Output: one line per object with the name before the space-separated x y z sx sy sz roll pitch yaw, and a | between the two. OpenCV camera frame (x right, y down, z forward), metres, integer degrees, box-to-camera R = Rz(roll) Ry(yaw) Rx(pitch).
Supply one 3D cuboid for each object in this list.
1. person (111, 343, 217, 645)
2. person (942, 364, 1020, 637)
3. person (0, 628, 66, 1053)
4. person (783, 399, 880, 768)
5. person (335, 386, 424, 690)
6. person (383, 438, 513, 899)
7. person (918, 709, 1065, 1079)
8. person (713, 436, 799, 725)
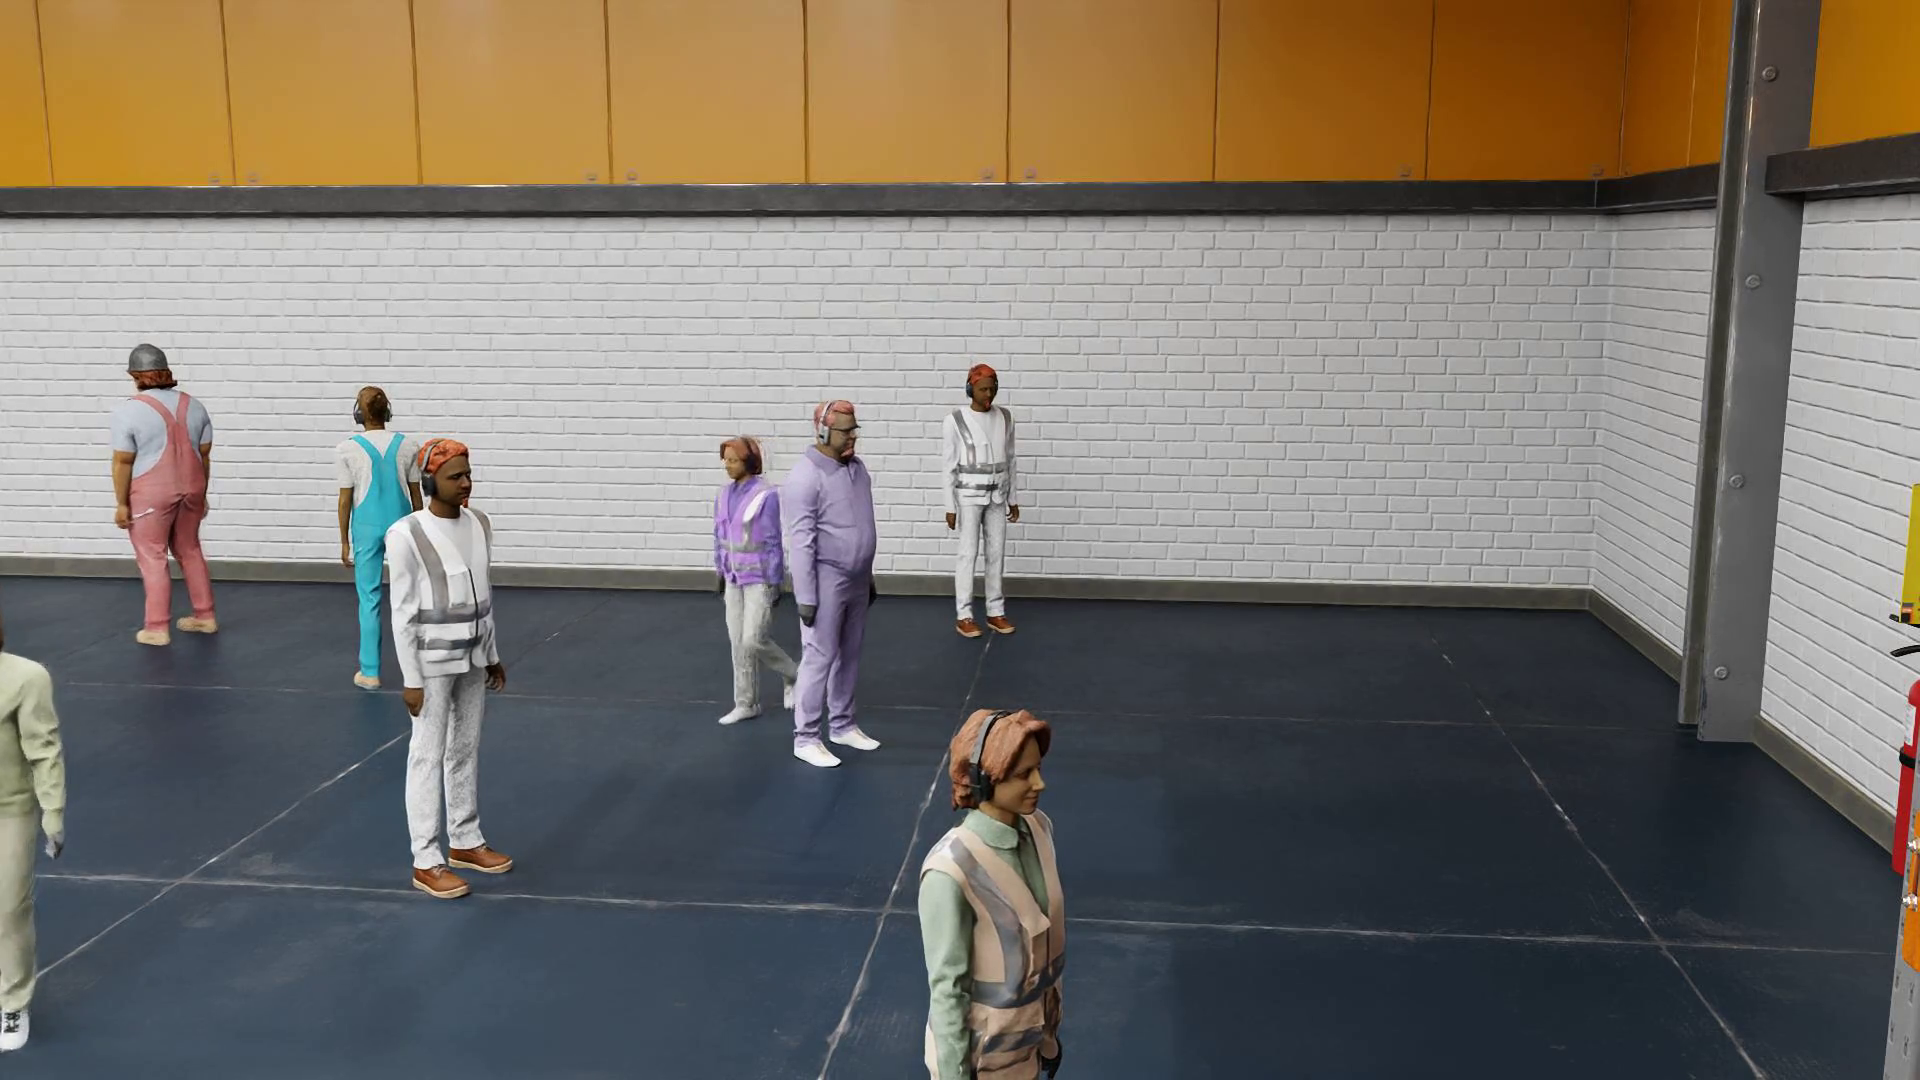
person | -5.439 -0.324 11.264 0.539 2.000 0.680 5 11 27
person | 0.146 -0.270 11.435 0.583 1.879 0.365 -6 12 -32
person | -3.156 0.925 5.325 0.528 1.605 0.629 -4 11 -21
person | -0.631 0.218 8.591 0.406 1.896 0.643 5 11 27
person | -3.504 -0.015 10.099 0.502 1.837 0.349 -7 12 -33
person | -2.114 0.516 6.913 0.362 1.882 0.576 4 11 24
person | 0.077 1.182 3.795 0.308 1.640 0.510 5 11 26
person | -1.149 0.227 9.292 0.428 1.631 0.518 -10 14 -44
